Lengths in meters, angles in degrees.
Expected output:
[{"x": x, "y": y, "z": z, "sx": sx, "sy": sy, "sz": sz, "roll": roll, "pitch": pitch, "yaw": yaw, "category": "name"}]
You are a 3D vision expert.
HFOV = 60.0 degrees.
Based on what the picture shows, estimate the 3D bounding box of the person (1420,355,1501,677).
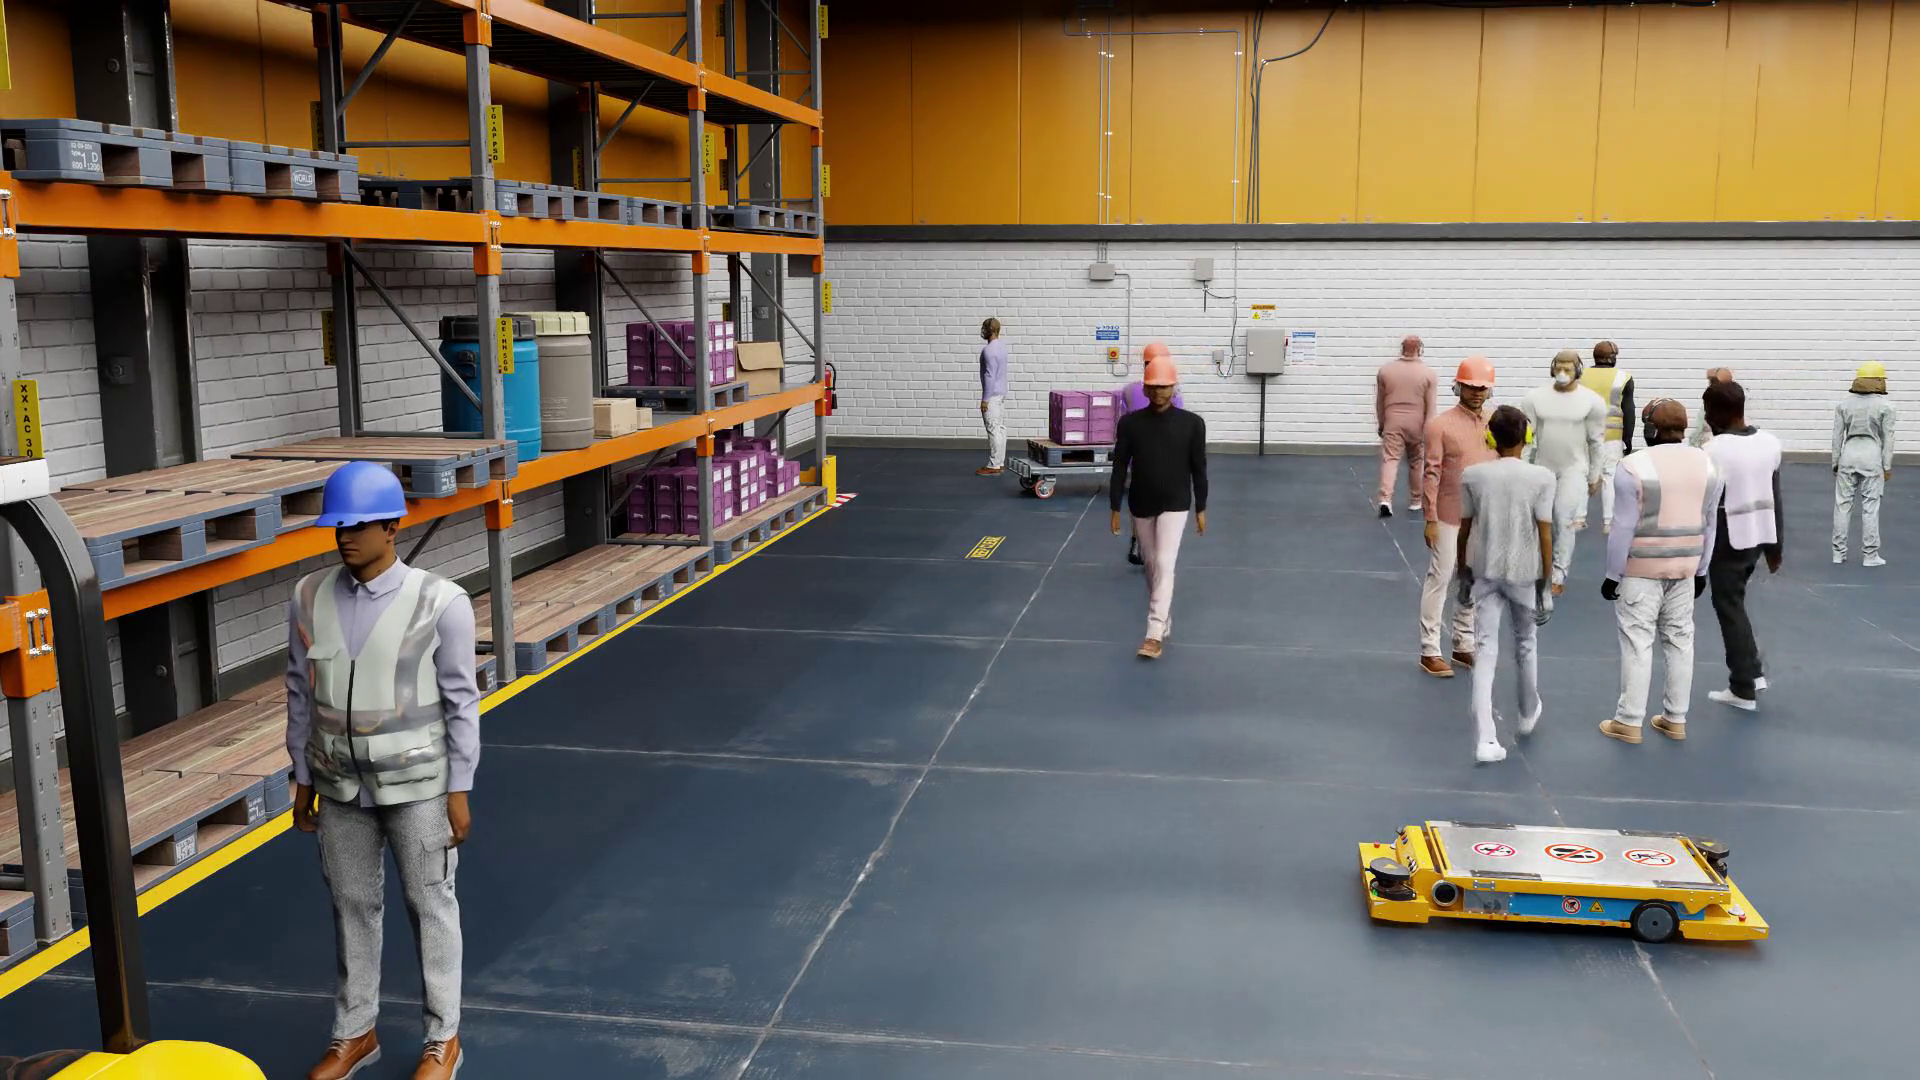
[{"x": 3.134, "y": -0.150, "z": 10.324, "sx": 0.612, "sy": 1.990, "sz": 0.392, "roll": -4, "pitch": 10, "yaw": -24, "category": "person"}]

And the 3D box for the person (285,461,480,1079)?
[{"x": -1.755, "y": 0.726, "z": 5.052, "sx": 0.602, "sy": 1.949, "sz": 0.392, "roll": 1, "pitch": 9, "yaw": 9, "category": "person"}]

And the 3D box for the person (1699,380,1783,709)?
[{"x": 4.404, "y": 0.034, "z": 9.519, "sx": 0.620, "sy": 1.882, "sz": 0.475, "roll": -5, "pitch": 11, "yaw": -29, "category": "person"}]

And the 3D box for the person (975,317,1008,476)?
[{"x": 0.394, "y": -1.752, "z": 20.373, "sx": 0.372, "sy": 1.940, "sz": 0.630, "roll": 3, "pitch": 10, "yaw": 15, "category": "person"}]

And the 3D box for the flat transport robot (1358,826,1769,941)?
[{"x": 2.325, "y": 1.321, "z": 6.541, "sx": 1.431, "sy": 0.197, "sz": 0.652, "roll": 1, "pitch": 9, "yaw": 9, "category": "flat transport robot"}]

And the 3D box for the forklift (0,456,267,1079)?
[{"x": -2.328, "y": 0.975, "z": 2.765, "sx": 2.313, "sy": 2.155, "sz": 1.214, "roll": 1, "pitch": 9, "yaw": 9, "category": "forklift"}]

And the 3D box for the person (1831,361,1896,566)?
[{"x": 7.704, "y": -0.652, "z": 14.196, "sx": 0.313, "sy": 1.740, "sz": 0.486, "roll": -8, "pitch": 12, "yaw": -41, "category": "person"}]

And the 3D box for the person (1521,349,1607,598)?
[{"x": 4.704, "y": -0.542, "z": 13.005, "sx": 0.633, "sy": 1.915, "sz": 0.794, "roll": 6, "pitch": 11, "yaw": 33, "category": "person"}]

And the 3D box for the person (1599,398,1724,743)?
[{"x": 3.700, "y": 0.163, "z": 8.856, "sx": 0.635, "sy": 1.840, "sz": 0.429, "roll": -2, "pitch": 9, "yaw": -13, "category": "person"}]

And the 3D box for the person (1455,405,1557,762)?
[{"x": 2.853, "y": 0.207, "z": 8.684, "sx": 0.544, "sy": 1.808, "sz": 1.003, "roll": 5, "pitch": 11, "yaw": 30, "category": "person"}]

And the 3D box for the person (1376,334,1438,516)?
[{"x": 4.575, "y": -1.183, "z": 17.105, "sx": 0.640, "sy": 1.866, "sz": 0.994, "roll": 4, "pitch": 10, "yaw": 24, "category": "person"}]

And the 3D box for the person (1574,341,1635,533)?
[{"x": 6.138, "y": -0.985, "z": 15.944, "sx": 0.634, "sy": 1.839, "sz": 0.429, "roll": 7, "pitch": 11, "yaw": 35, "category": "person"}]

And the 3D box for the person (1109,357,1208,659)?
[{"x": 1.311, "y": -0.243, "z": 11.049, "sx": 0.636, "sy": 1.944, "sz": 1.051, "roll": 3, "pitch": 10, "yaw": 19, "category": "person"}]

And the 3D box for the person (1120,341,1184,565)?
[{"x": 1.609, "y": -0.686, "z": 13.823, "sx": 0.566, "sy": 1.926, "sz": 0.400, "roll": 6, "pitch": 11, "yaw": 31, "category": "person"}]

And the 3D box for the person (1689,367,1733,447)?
[{"x": 7.188, "y": -0.847, "z": 15.844, "sx": 0.512, "sy": 1.595, "sz": 0.864, "roll": -7, "pitch": 12, "yaw": -37, "category": "person"}]
